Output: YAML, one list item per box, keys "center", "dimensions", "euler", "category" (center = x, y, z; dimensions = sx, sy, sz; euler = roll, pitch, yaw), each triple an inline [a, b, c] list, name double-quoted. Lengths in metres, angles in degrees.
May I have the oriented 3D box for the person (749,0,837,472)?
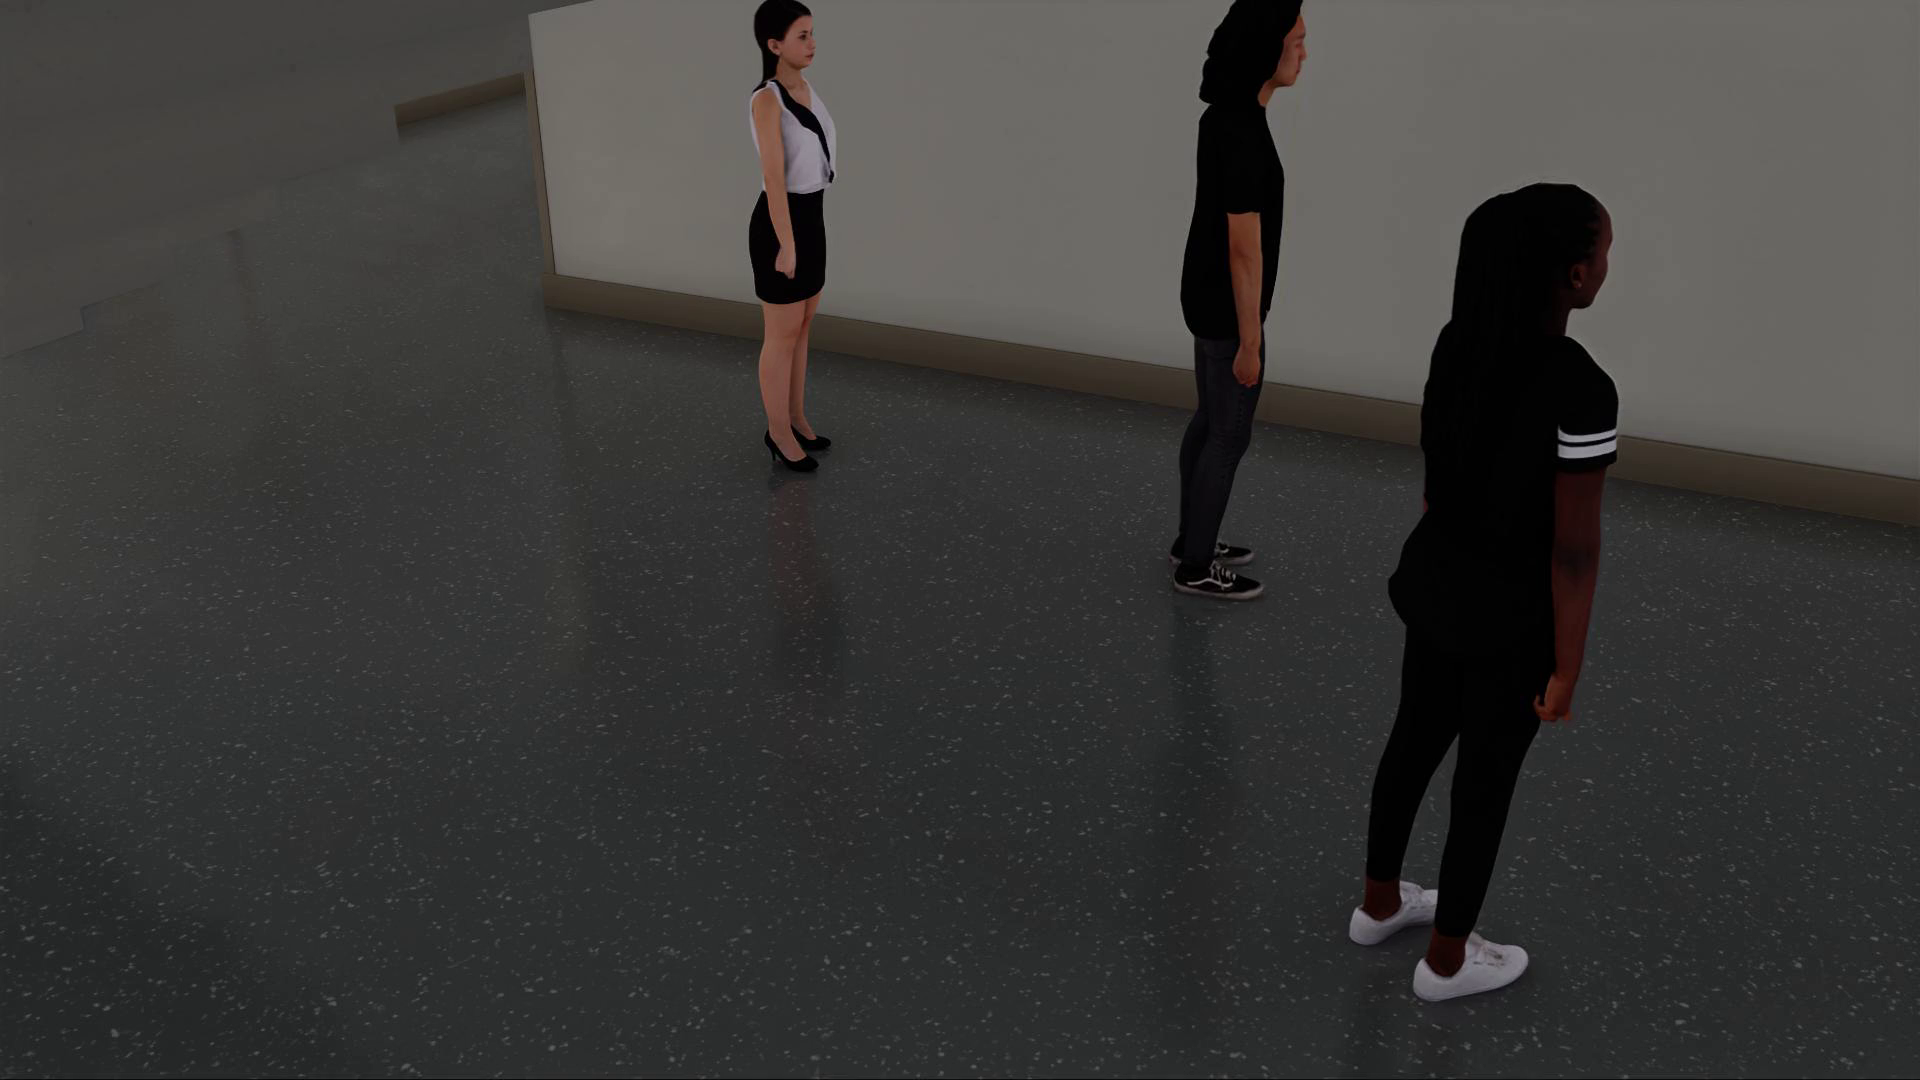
- center: [-0.601, -1.066, 5.896]
  dimensions: [0.572, 1.648, 0.595]
  euler: [6, 26, 12]
  category: "person"

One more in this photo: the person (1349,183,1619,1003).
- center: [1.034, 0.145, 3.290]
  dimensions: [0.767, 1.730, 0.693]
  euler: [-12, 28, -22]
  category: "person"

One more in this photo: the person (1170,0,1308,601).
- center: [0.782, -0.702, 4.923]
  dimensions: [0.694, 1.826, 0.707]
  euler: [-1, 26, -2]
  category: "person"
